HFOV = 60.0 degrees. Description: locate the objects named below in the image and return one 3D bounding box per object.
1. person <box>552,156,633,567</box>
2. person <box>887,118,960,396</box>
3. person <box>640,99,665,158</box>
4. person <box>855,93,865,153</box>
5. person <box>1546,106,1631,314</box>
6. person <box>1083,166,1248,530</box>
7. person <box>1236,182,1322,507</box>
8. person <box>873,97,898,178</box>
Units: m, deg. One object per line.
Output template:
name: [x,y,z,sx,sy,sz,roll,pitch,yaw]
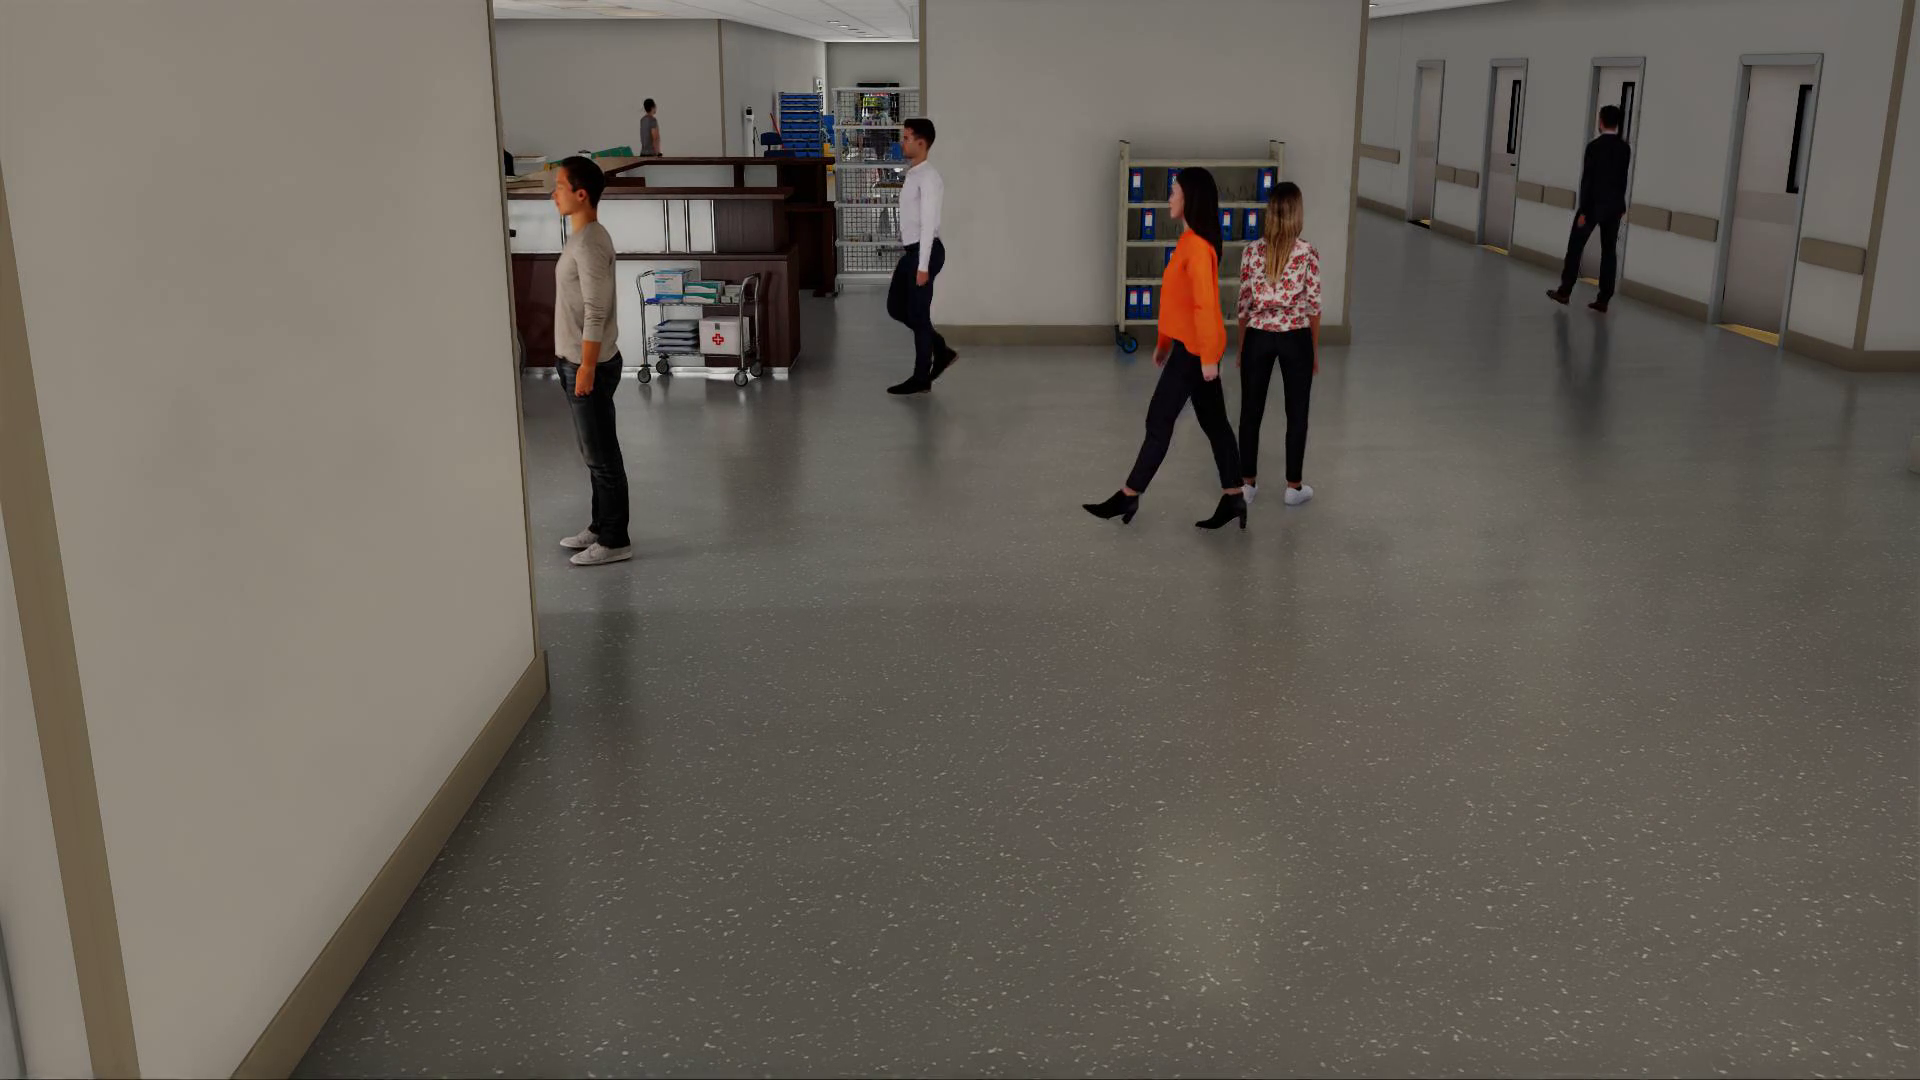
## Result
person: [-1.649,-0.804,7.478,0.658,1.812,0.708,-5,16,-17]
person: [-0.184,-1.933,11.395,0.828,1.860,0.725,-3,16,-12]
person: [-4.948,-6.076,26.314,0.863,1.739,0.808,-14,21,-41]
person: [-2.800,-11.635,46.134,0.521,1.684,0.571,-2,16,-6]
person: [5.906,-3.000,15.216,1.021,1.840,0.873,-3,16,-11]
person: [1.205,-0.862,7.861,1.036,1.716,0.686,1,16,5]
person: [1.621,-1.000,8.508,0.564,1.632,0.700,6,17,22]
person: [-1.420,-7.376,31.056,1.016,1.668,0.690,1,16,3]
